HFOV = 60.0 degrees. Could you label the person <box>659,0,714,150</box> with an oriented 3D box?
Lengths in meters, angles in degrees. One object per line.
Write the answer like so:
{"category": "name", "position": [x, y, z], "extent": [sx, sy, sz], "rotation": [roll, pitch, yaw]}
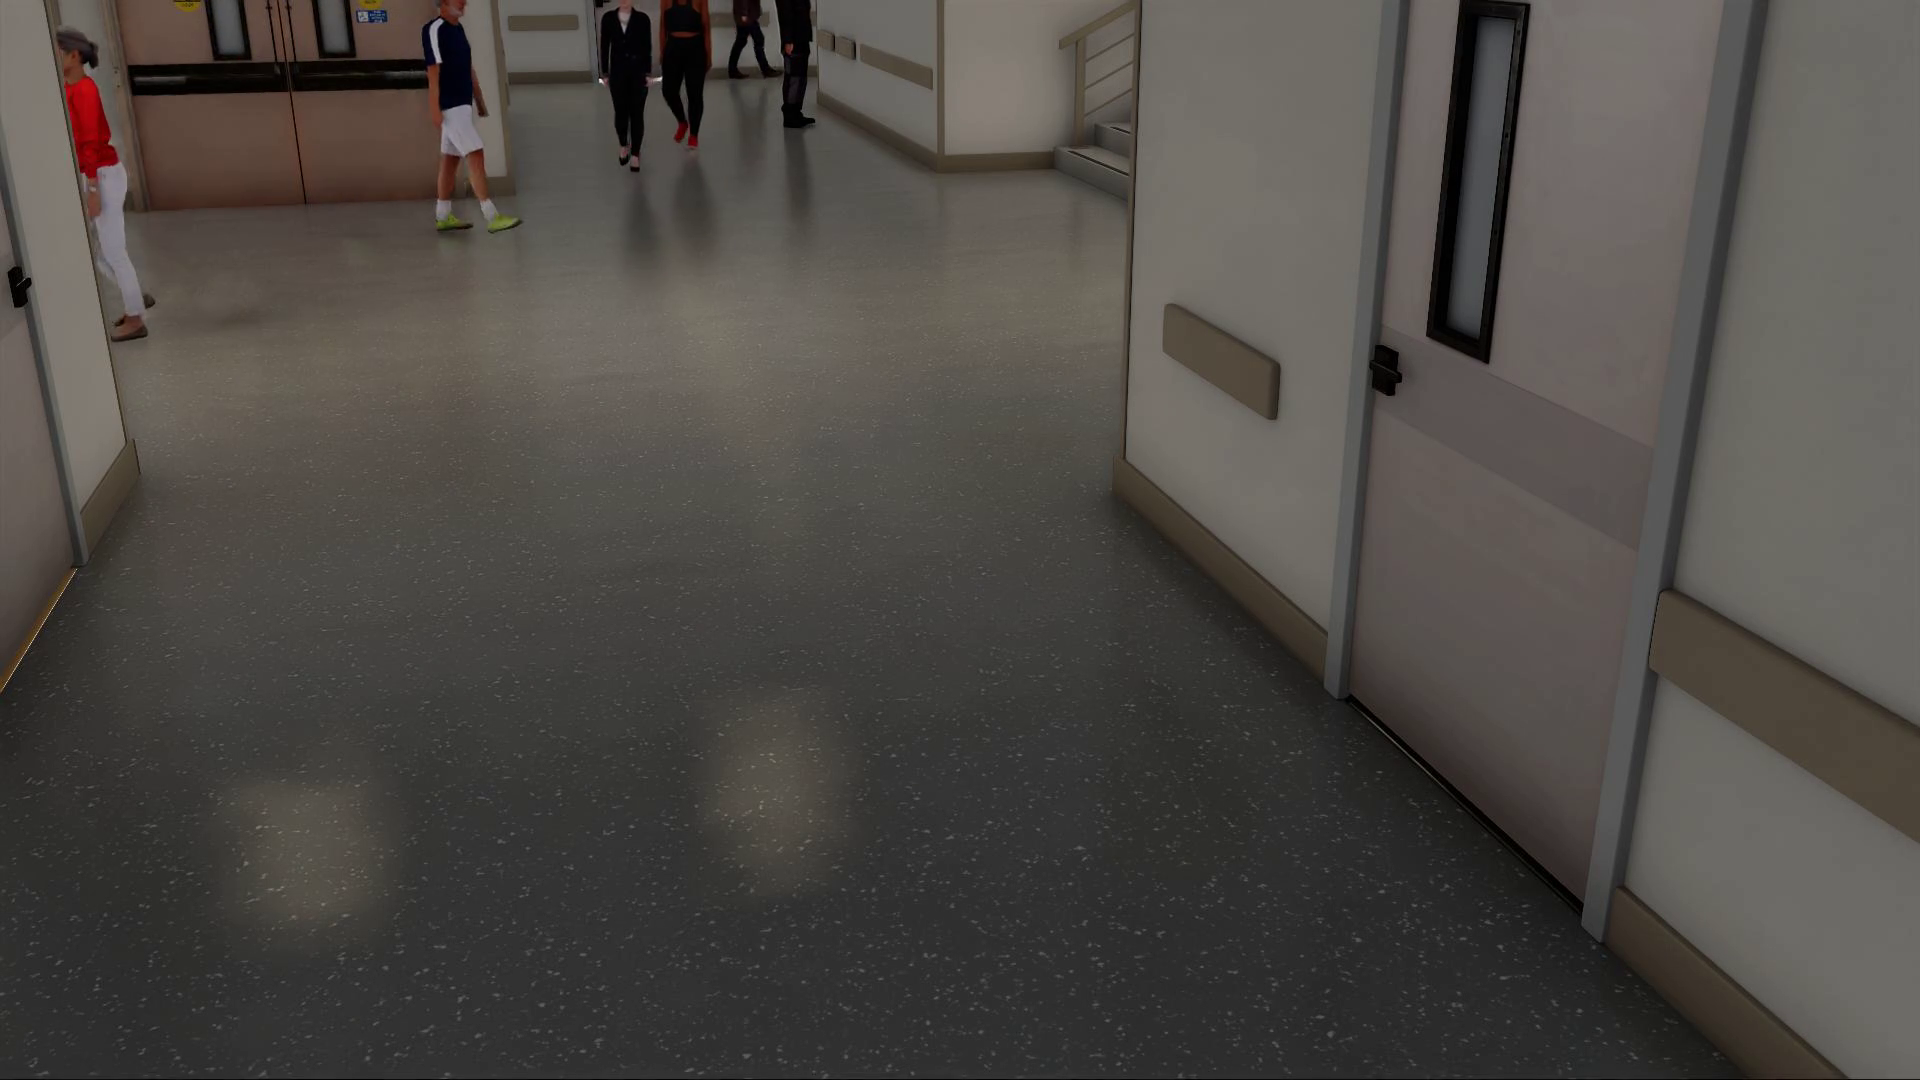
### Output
{"category": "person", "position": [-2.730, -4.840, 16.606], "extent": [0.758, 1.806, 0.853], "rotation": [0, 21, 1]}

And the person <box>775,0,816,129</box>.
{"category": "person", "position": [-1.824, -5.530, 18.355], "extent": [0.822, 1.857, 0.856], "rotation": [5, 21, 13]}

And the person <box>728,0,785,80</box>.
{"category": "person", "position": [-3.074, -7.336, 23.192], "extent": [1.003, 1.809, 0.781], "rotation": [-5, 21, -12]}

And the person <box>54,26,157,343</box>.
{"category": "person", "position": [-4.622, -1.929, 9.092], "extent": [0.696, 1.684, 0.759], "rotation": [18, 27, 40]}

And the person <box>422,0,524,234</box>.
{"category": "person", "position": [-3.768, -3.141, 12.109], "extent": [1.044, 1.814, 0.861], "rotation": [2, 21, 5]}

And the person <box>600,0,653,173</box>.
{"category": "person", "position": [-2.990, -4.194, 15.086], "extent": [0.570, 1.675, 0.700], "rotation": [-2, 21, -6]}
